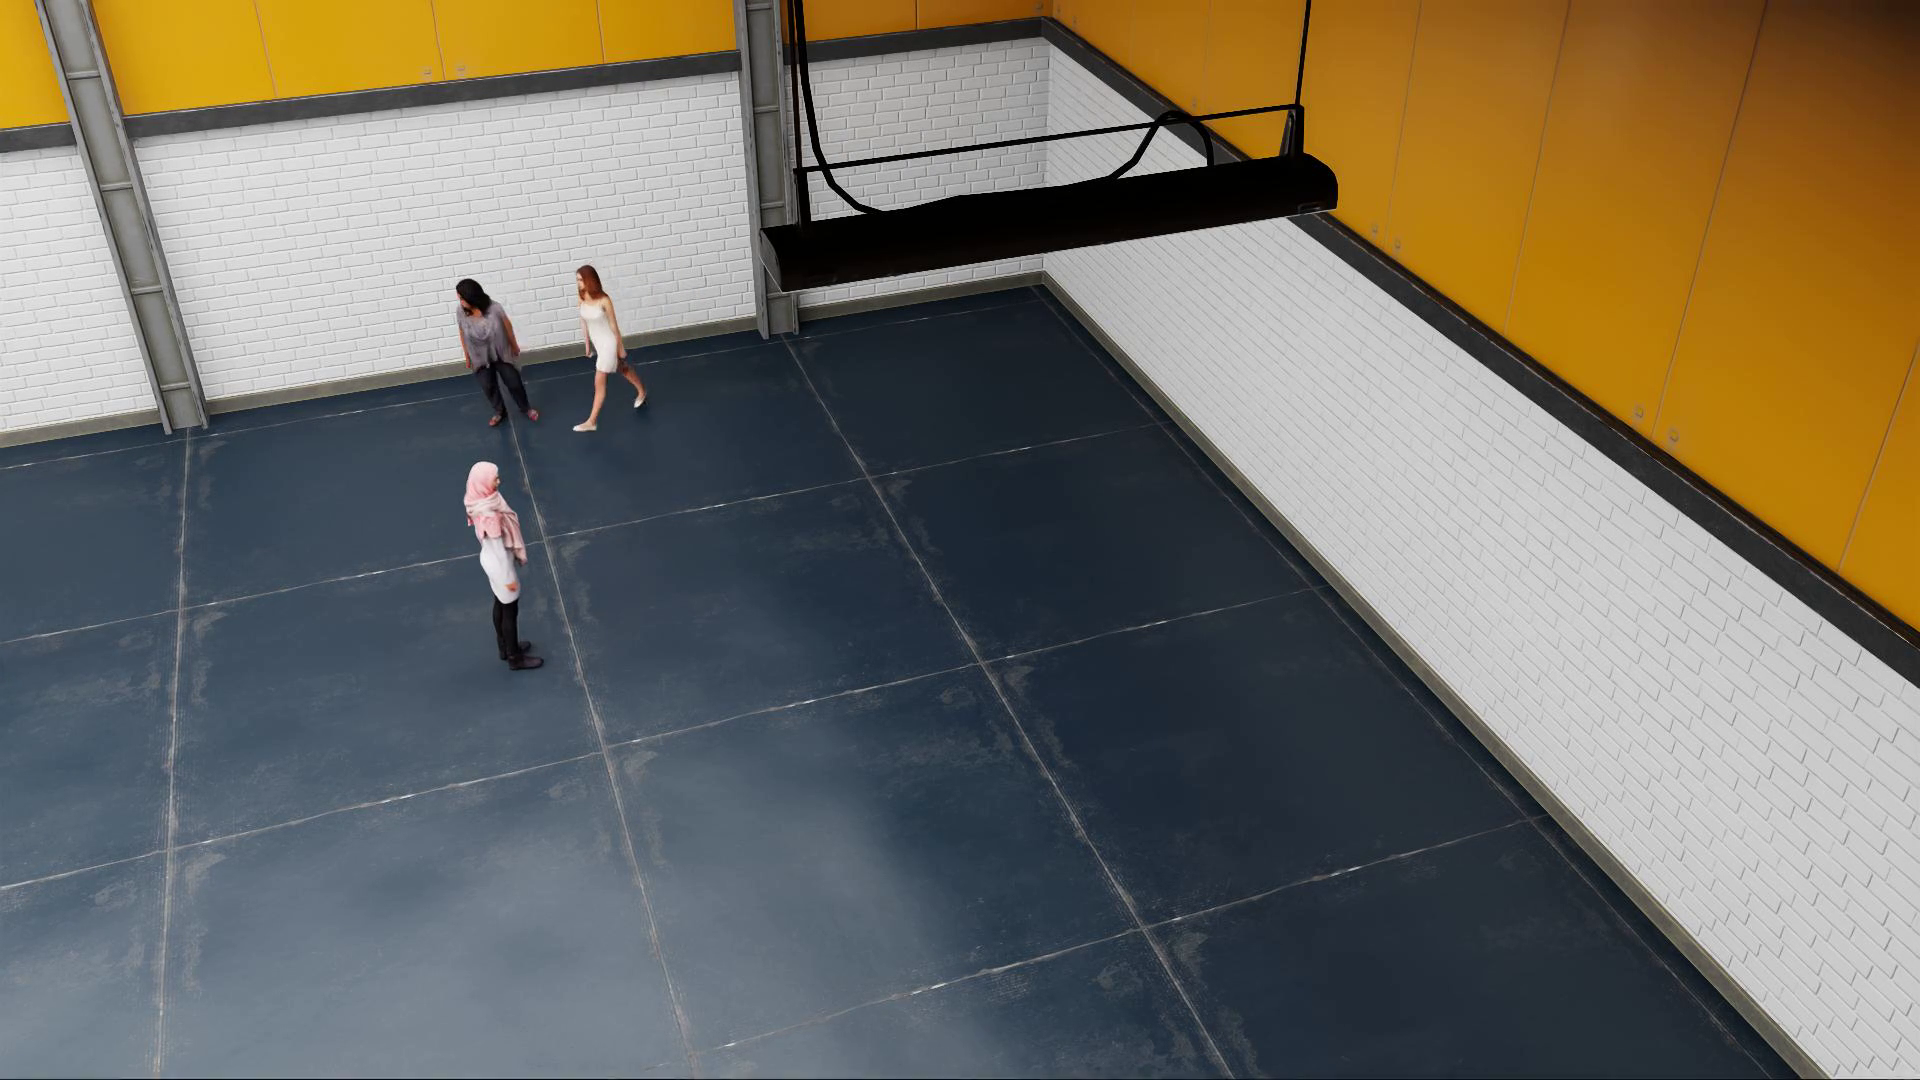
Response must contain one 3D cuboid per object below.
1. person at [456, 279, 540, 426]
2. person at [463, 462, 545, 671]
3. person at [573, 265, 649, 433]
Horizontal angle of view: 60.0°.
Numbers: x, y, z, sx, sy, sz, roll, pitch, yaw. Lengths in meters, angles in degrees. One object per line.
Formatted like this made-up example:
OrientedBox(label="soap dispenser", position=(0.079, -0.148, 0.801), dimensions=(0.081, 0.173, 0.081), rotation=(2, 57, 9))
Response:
OrientedBox(label="person", position=(-4.467, -1.830, 16.003), dimensions=(0.757, 1.575, 0.920), rotation=(-9, 35, -13))
OrientedBox(label="person", position=(-3.531, 0.201, 12.741), dimensions=(0.654, 1.804, 0.677), rotation=(-19, 38, -26))
OrientedBox(label="person", position=(-3.343, -1.892, 16.035), dimensions=(1.031, 1.644, 1.268), rotation=(20, 39, 28))
